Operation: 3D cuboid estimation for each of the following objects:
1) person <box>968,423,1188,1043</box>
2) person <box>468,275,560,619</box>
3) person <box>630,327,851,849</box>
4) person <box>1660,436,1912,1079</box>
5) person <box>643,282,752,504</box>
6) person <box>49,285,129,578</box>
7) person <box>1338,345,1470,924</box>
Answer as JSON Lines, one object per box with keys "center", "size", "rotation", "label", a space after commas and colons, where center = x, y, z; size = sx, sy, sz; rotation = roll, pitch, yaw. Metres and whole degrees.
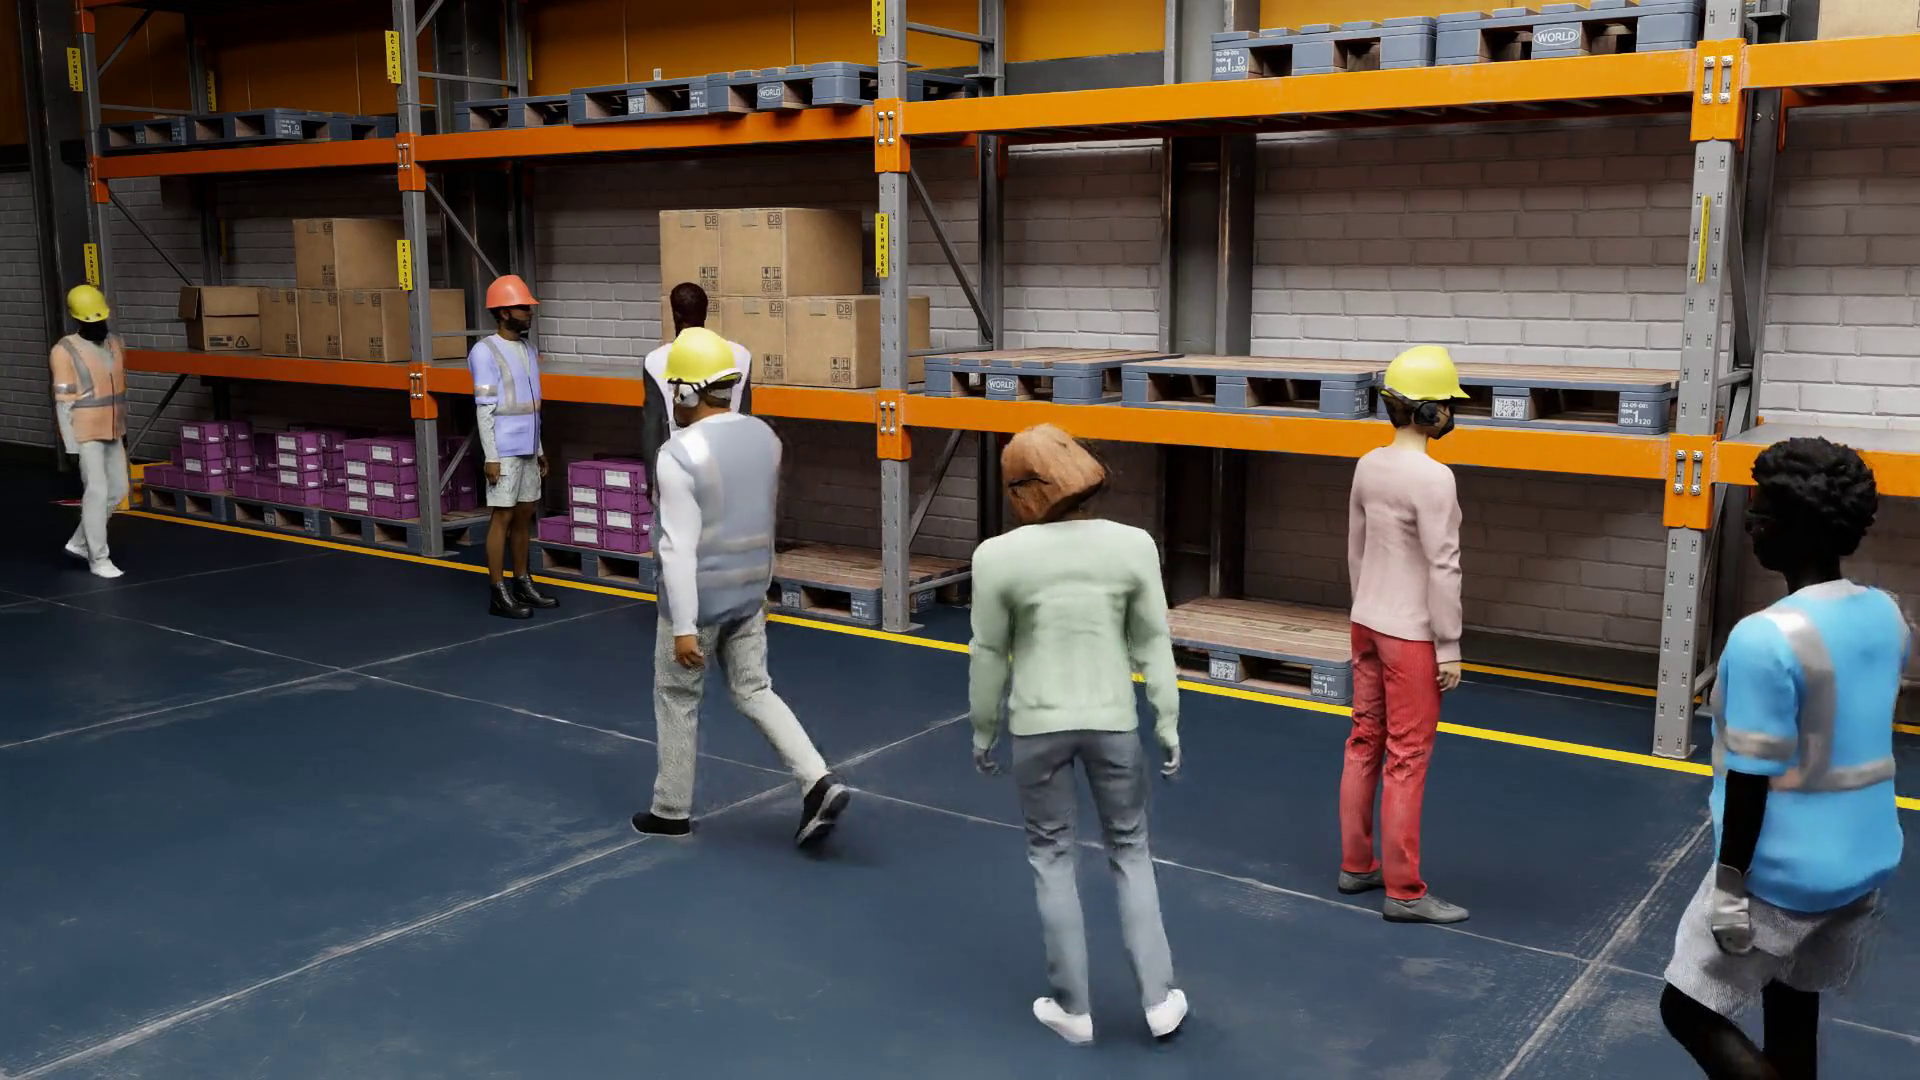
{"center": [0.290, 0.498, 4.344], "size": [0.537, 1.604, 0.404], "rotation": [-1, 10, -6], "label": "person"}
{"center": [-2.538, -0.530, 9.491], "size": [0.345, 1.942, 0.551], "rotation": [3, 10, 18], "label": "person"}
{"center": [-0.782, 0.185, 5.641], "size": [0.812, 1.811, 0.595], "rotation": [7, 12, 34], "label": "person"}
{"center": [1.646, 0.637, 3.294], "size": [0.552, 1.688, 0.439], "rotation": [-6, 11, -32], "label": "person"}
{"center": [-1.352, -0.379, 8.688], "size": [0.598, 1.915, 0.406], "rotation": [-5, 11, -28], "label": "person"}
{"center": [-5.551, -0.679, 10.575], "size": [0.683, 1.875, 0.654], "rotation": [2, 10, 12], "label": "person"}
{"center": [1.383, 0.288, 5.140], "size": [0.320, 1.769, 0.523], "rotation": [-3, 10, -16], "label": "person"}
